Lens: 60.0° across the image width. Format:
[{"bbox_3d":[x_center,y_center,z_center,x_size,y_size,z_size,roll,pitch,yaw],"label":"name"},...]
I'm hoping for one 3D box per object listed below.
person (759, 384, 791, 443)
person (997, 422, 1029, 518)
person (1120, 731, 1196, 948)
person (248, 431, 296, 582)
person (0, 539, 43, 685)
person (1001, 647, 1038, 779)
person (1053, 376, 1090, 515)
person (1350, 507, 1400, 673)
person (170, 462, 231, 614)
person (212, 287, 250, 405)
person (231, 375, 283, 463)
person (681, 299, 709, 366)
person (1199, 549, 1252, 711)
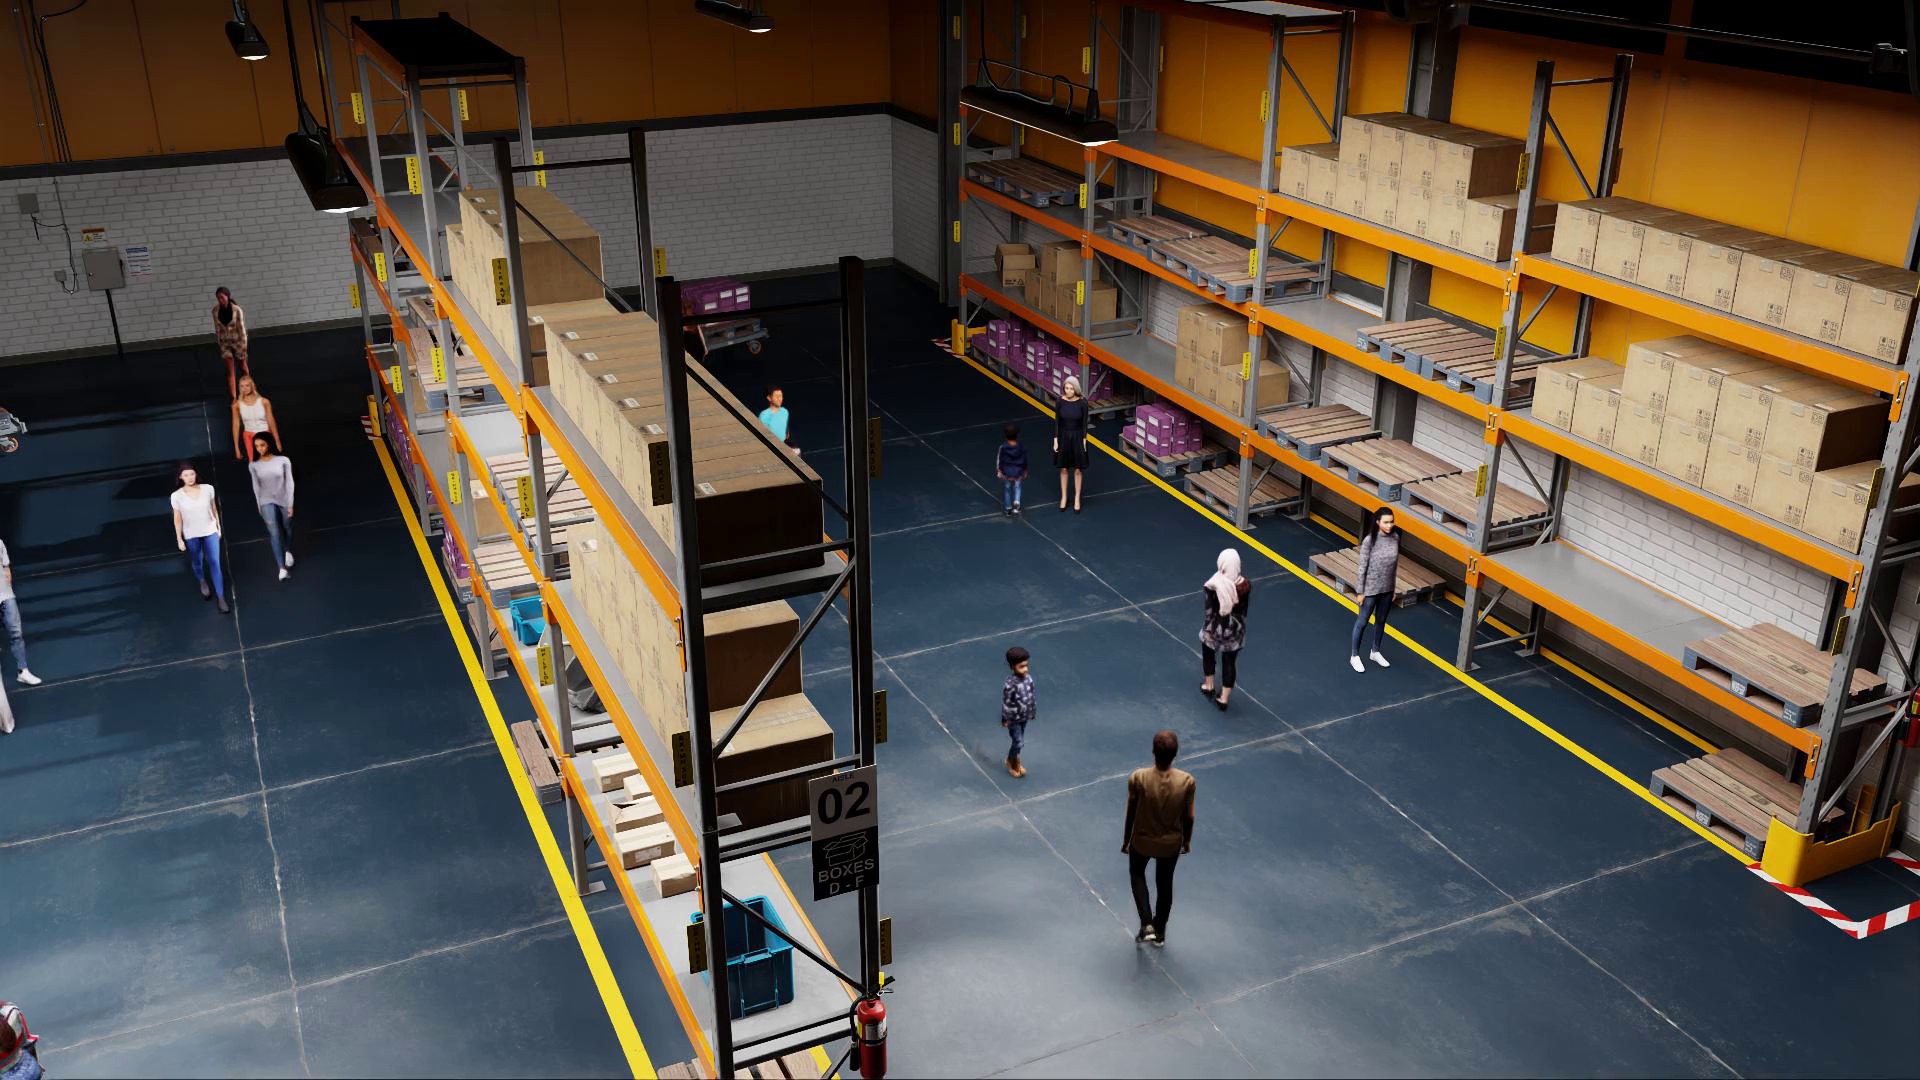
[{"bbox_3d":[-2.293,-1.037,20.073,0.907,1.761,0.810,18,30,36],"label":"person"},{"bbox_3d":[0.641,-0.837,20.297,0.595,1.217,0.604,-1,24,-3],"label":"person"},{"bbox_3d":[1.469,2.284,12.374,0.866,1.843,0.931,1,24,2],"label":"person"},{"bbox_3d":[-7.693,-0.430,18.776,0.678,1.690,1.162,-8,25,-18],"label":"person"},{"bbox_3d":[-9.538,0.568,16.272,1.174,1.867,1.040,13,27,27],"label":"person"},{"bbox_3d":[0.481,1.518,14.878,0.549,1.242,0.556,-18,29,-35],"label":"person"},{"bbox_3d":[1.364,-1.177,20.419,0.708,1.743,0.743,5,24,10],"label":"person"},{"bbox_3d":[4.176,0.470,16.664,0.623,1.732,0.518,-9,25,-20],"label":"person"},{"bbox_3d":[-8.225,-0.044,17.960,0.751,1.636,1.172,-15,28,-31],"label":"person"},{"bbox_3d":[-10.519,-2.808,24.148,0.803,1.744,1.143,-3,24,-7],"label":"person"},{"bbox_3d":[-8.576,-1.190,20.400,0.785,1.782,0.984,-5,24,-11],"label":"person"},{"bbox_3d":[-3.804,-2.701,24.101,0.870,1.586,0.793,17,29,34],"label":"person"},{"bbox_3d":[2.559,0.882,15.863,0.708,1.618,0.791,-5,24,-11],"label":"person"}]
